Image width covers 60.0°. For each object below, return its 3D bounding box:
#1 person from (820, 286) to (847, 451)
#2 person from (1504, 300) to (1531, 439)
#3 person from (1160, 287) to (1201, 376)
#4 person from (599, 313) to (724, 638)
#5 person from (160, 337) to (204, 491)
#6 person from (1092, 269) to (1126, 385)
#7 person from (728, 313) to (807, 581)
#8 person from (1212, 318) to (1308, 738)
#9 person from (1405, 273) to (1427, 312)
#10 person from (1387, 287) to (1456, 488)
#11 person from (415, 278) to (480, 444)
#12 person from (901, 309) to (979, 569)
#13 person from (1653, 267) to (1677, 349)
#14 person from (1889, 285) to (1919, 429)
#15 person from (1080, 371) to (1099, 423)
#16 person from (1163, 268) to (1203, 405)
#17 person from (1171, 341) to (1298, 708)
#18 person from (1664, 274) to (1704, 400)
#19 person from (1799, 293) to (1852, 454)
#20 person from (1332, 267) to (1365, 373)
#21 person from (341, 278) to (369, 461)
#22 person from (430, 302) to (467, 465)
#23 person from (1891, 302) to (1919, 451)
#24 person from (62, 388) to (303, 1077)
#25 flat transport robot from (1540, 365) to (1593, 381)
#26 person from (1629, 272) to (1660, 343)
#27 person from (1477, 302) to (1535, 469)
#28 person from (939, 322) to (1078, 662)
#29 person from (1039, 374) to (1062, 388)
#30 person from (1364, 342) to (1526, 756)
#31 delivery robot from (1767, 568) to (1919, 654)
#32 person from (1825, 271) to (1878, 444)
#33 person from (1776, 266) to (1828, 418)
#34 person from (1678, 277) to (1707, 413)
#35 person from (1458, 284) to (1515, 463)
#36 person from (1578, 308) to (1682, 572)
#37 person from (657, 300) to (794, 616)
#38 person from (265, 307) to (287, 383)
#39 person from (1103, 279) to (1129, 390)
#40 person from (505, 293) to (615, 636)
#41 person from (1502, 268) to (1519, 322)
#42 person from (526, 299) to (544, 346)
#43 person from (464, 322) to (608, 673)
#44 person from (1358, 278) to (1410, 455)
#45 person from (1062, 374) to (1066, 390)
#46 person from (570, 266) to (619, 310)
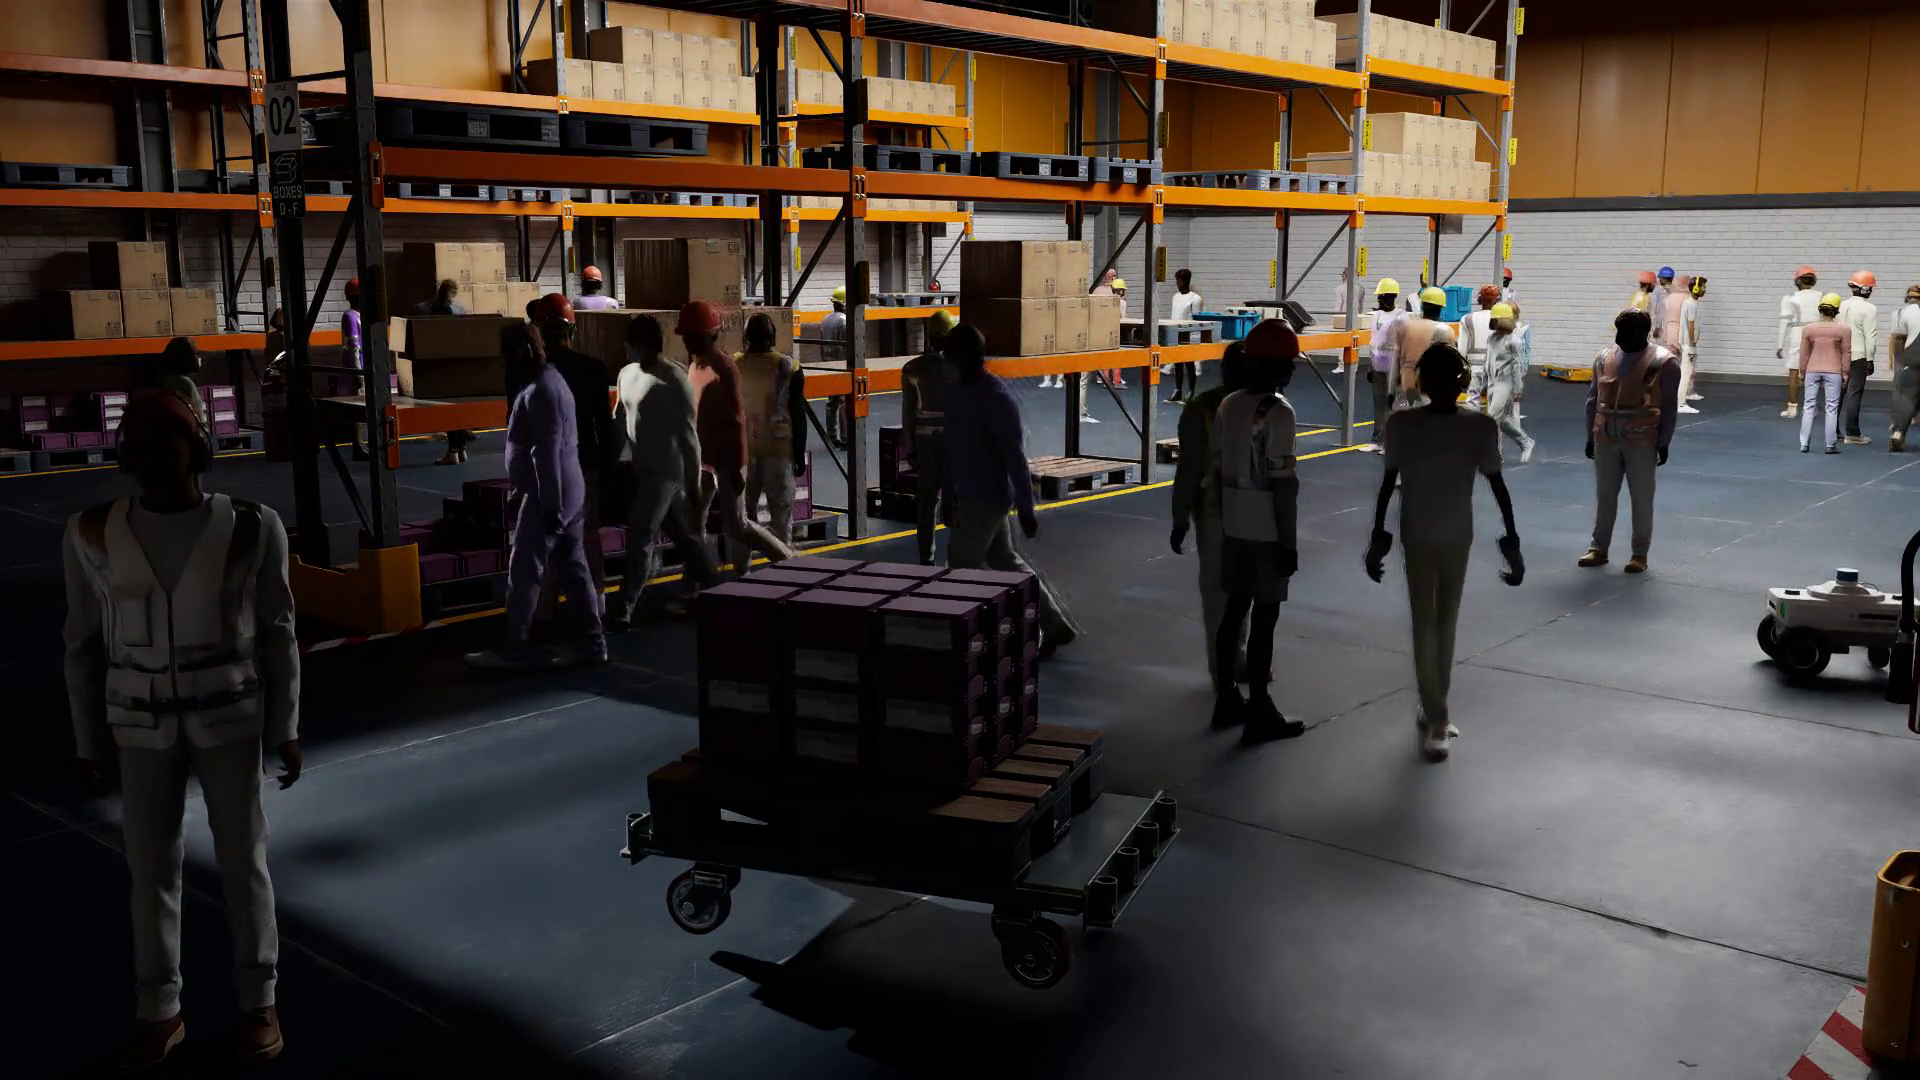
[{"bbox_3d":[-1.315,-1.919,18.627,0.403,1.830,0.601,-8,13,-38],"label":"person"},{"bbox_3d":[6.501,-2.022,19.758,0.515,1.640,0.315,8,12,37],"label":"person"},{"bbox_3d":[3.909,-3.671,29.254,0.848,1.586,0.538,-4,11,-21],"label":"person"},{"bbox_3d":[-1.771,-0.397,9.851,1.058,1.889,0.641,-8,13,-37],"label":"person"},{"bbox_3d":[-5.491,-0.627,11.836,0.291,1.632,0.503,-8,13,-39],"label":"person"},{"bbox_3d":[2.483,-3.526,27.565,0.639,1.910,0.407,5,11,28],"label":"person"},{"bbox_3d":[-1.307,-0.577,11.001,0.618,1.835,0.430,2,10,10],"label":"person"},{"bbox_3d":[1.407,-0.057,7.729,0.372,1.935,0.551,-5,11,-24],"label":"person"},{"bbox_3d":[7.010,-3.094,25.145,0.636,1.888,0.779,4,11,20],"label":"person"},{"bbox_3d":[4.448,-1.448,15.796,1.017,1.871,0.591,-9,13,-40],"label":"person"},{"bbox_3d":[-5.949,-2.061,19.242,0.722,1.907,0.360,-1,10,-8],"label":"person"},{"bbox_3d":[-0.104,-0.675,11.532,0.588,1.837,0.404,2,10,12],"label":"person"},{"bbox_3d":[11.662,-3.539,27.529,0.610,1.945,0.395,-10,14,-44],"label":"person"},{"bbox_3d":[11.968,-2.305,20.940,0.522,1.802,0.975,7,12,35],"label":"person"},{"bbox_3d":[1.645,-2.328,21.519,0.287,1.634,0.497,-1,10,-4],"label":"person"},{"bbox_3d":[3.234,-2.935,24.041,0.367,1.962,0.603,-7,12,-33],"label":"person"},{"bbox_3d":[1.402,-0.085,8.281,0.663,1.803,0.664,-5,11,-24],"label":"person"},{"bbox_3d":[10.674,-3.013,24.758,0.805,1.873,0.651,-2,10,-12],"label":"person"},{"bbox_3d":[9.497,-1.823,18.273,0.523,1.769,0.310,8,13,39],"label":"person"},{"bbox_3d":[6.993,-3.968,30.081,0.636,1.910,0.404,-5,11,-26],"label":"person"},{"bbox_3d":[-6.379,-1.811,17.709,0.361,1.940,0.543,-2,10,-14],"label":"person"},{"bbox_3d":[-5.363,-1.631,17.373,0.318,1.695,0.539,1,10,5],"label":"person"},{"bbox_3d":[10.788,-2.004,18.520,0.679,2.000,0.998,9,13,42],"label":"person"},{"bbox_3d":[-2.113,0.526,4.555,0.585,1.882,0.337,-3,10,-15],"label":"person"},{"bbox_3d":[10.532,-2.876,28.516,0.652,0.197,1.431,0,10,0],"label":"flat transport robot"},{"bbox_3d":[10.550,-3.176,25.618,0.957,1.880,0.555,-1,10,-3],"label":"person"},{"bbox_3d":[5.617,-1.587,17.082,0.792,1.714,0.486,-3,11,-19],"label":"person"},{"bbox_3d":[0.185,-0.216,8.827,1.012,1.886,0.649,-4,11,-23],"label":"person"},{"bbox_3d":[1.524,-3.381,26.885,0.570,1.873,0.369,5,11,29],"label":"person"},{"bbox_3d":[2.195,0.038,7.469,0.690,1.828,0.784,1,10,4],"label":"person"},{"bbox_3d":[4.691,0.395,8.820,0.707,0.478,0.477,3,10,16],"label":"delivery robot"},{"bbox_3d":[10.363,-2.115,19.276,0.396,1.993,0.618,-3,10,-15],"label":"person"},{"bbox_3d":[11.191,-2.621,22.097,0.642,2.013,0.523,2,10,9],"label":"person"},{"bbox_3d":[10.039,-2.679,22.861,0.309,1.864,0.535,3,10,15],"label":"person"},{"bbox_3d":[5.498,-1.731,17.415,0.574,1.882,0.358,4,11,20],"label":"person"},{"bbox_3d":[4.671,-0.696,11.648,0.430,1.839,0.625,-9,14,-43],"label":"person"},{"bbox_3d":[-1.418,-0.511,10.299,0.898,1.953,0.658,-6,12,-32],"label":"person"},{"bbox_3d":[-7.263,-1.688,17.904,0.493,1.627,0.284,6,12,31],"label":"person"},{"bbox_3d":[2.505,-3.283,26.600,0.331,1.761,0.532,-7,12,-36],"label":"person"},{"bbox_3d":[-2.322,-0.432,9.699,0.608,1.995,0.377,-3,11,-19],"label":"person"},{"bbox_3d":[8.824,-3.453,27.075,0.543,1.934,0.368,7,12,35],"label":"person"},{"bbox_3d":[-4.766,-1.858,18.700,0.320,1.689,0.536,-8,13,-38],"label":"person"},{"bbox_3d":[-2.299,-0.223,8.910,0.822,1.866,0.676,-1,10,-5],"label":"person"},{"bbox_3d":[4.661,-1.894,18.210,0.369,1.928,0.585,-4,11,-24],"label":"person"},{"bbox_3d":[1.798,-3.252,26.430,0.541,1.745,0.627,1,10,4],"label":"person"},{"bbox_3d":[-4.318,-2.203,19.646,0.605,2.044,0.375,-4,11,-22],"label":"person"}]
